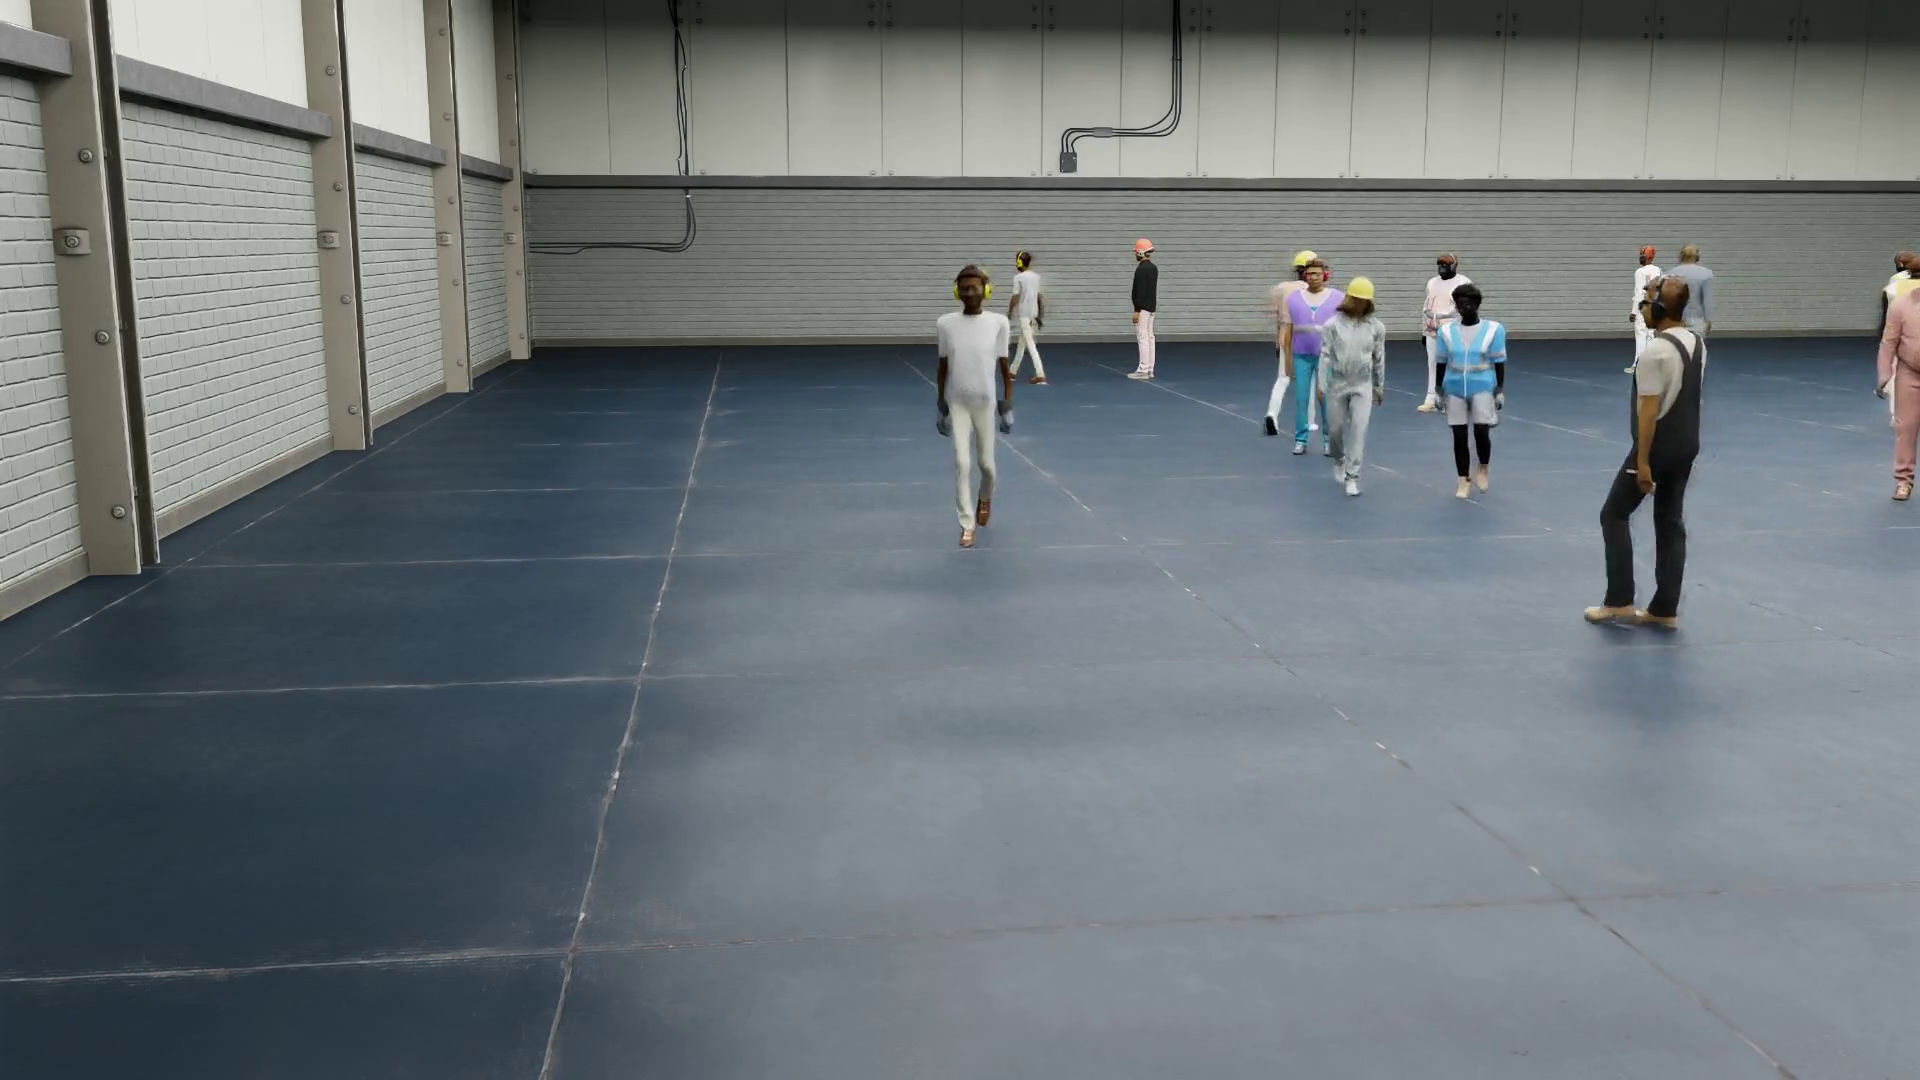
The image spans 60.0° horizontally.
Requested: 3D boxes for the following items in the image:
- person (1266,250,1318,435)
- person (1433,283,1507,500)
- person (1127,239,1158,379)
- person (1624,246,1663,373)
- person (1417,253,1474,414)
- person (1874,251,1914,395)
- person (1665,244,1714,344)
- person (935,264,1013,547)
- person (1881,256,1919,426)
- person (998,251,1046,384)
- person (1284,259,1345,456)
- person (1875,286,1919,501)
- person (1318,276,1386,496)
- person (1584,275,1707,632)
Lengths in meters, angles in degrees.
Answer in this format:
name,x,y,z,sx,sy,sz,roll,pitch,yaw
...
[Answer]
name,x,y,z,sx,sy,sz,roll,pitch,yaw
person,3.455,-2.025,17.093,0.588,1.892,0.906,6,12,31
person,3.926,-1.140,12.836,0.540,1.680,0.370,6,12,28
person,2.627,-3.307,23.826,0.381,1.994,0.622,5,11,26
person,10.174,-3.418,24.743,0.574,1.883,0.356,-8,13,-37
person,5.570,-2.371,19.117,0.429,1.841,0.634,-8,13,-39
person,12.051,-2.769,21.322,0.621,1.837,0.429,-5,11,-24
person,9.567,-2.922,21.903,0.653,1.927,0.432,8,13,38
person,0.089,-0.908,11.103,0.517,1.847,0.734,0,10,3
person,10.148,-2.111,17.744,0.628,1.829,0.447,9,14,42
person,0.871,-3.080,23.072,0.956,1.821,0.532,8,13,39
person,3.284,-1.683,15.418,0.578,1.824,0.428,3,11,17
person,7.429,-1.242,12.788,0.682,1.898,0.442,6,12,29
person,3.103,-1.233,13.189,0.515,1.720,0.601,2,11,12
person,3.544,-0.446,8.606,0.526,1.829,0.574,-6,12,-30
